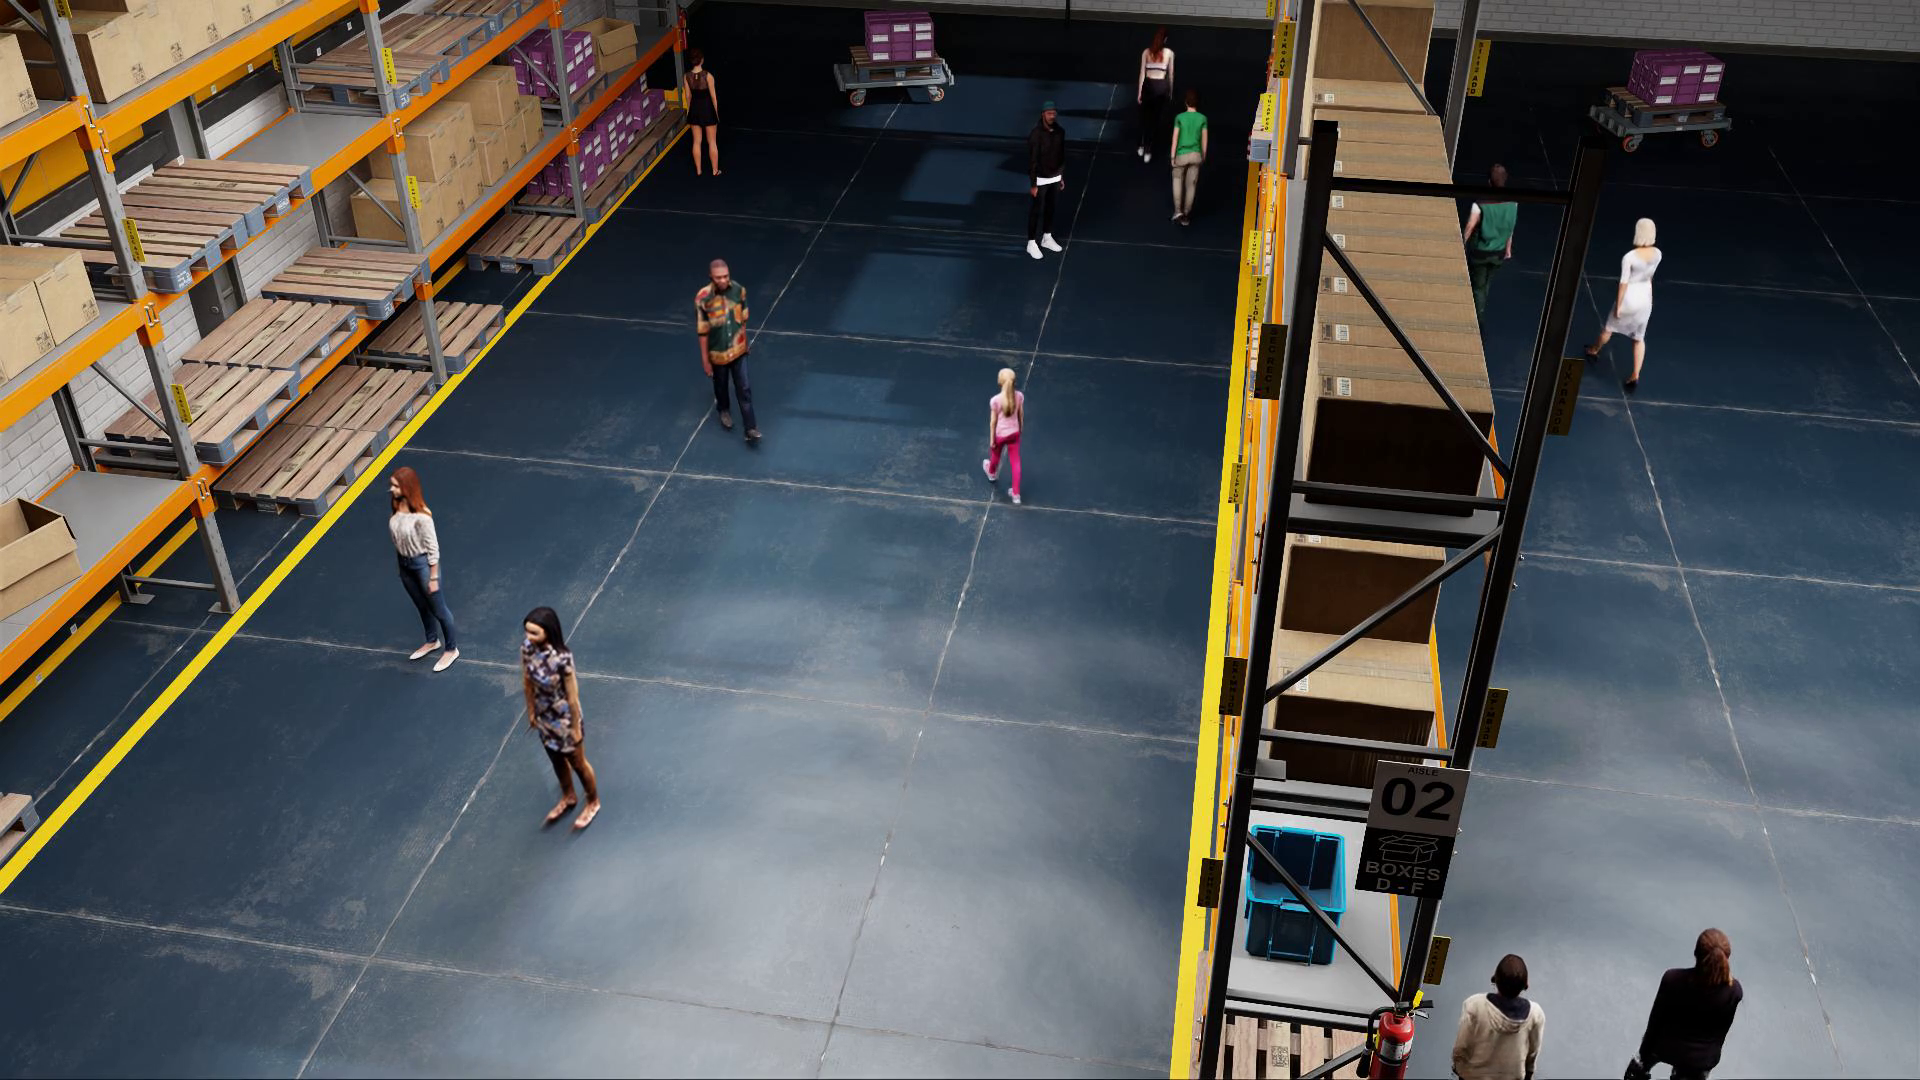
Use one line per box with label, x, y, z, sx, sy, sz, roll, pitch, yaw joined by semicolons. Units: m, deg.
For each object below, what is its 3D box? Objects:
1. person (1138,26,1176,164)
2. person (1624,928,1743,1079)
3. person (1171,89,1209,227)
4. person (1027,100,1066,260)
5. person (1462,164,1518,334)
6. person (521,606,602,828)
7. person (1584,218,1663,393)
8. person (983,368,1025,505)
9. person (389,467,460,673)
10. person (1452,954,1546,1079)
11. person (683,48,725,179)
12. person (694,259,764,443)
person;2.511;-5.770;21.634;0.587;1.720;0.656;0;34;0
person;3.803;2.783;8.775;0.654;1.710;0.858;12;35;17
person;2.733;-4.528;19.839;0.583;1.639;0.618;4;34;5
person;0.985;-4.180;19.155;0.746;1.817;0.816;-23;40;-30
person;5.527;-3.009;17.386;0.841;1.824;0.973;-5;34;-7
person;-2.689;1.179;11.167;0.650;1.735;0.617;16;37;23
person;6.691;-2.279;16.399;0.826;1.701;1.152;-5;34;-7
person;0.441;-0.912;14.756;0.764;1.244;0.947;-11;35;-15
person;-4.101;0.198;12.649;0.649;1.728;0.645;21;39;28
person;2.835;2.875;8.889;0.609;1.432;0.777;9;35;13
person;-3.285;-5.441;21.182;0.563;1.674;0.545;5;34;8
person;-2.240;-1.827;15.664;1.100;1.763;1.244;-15;36;-21
